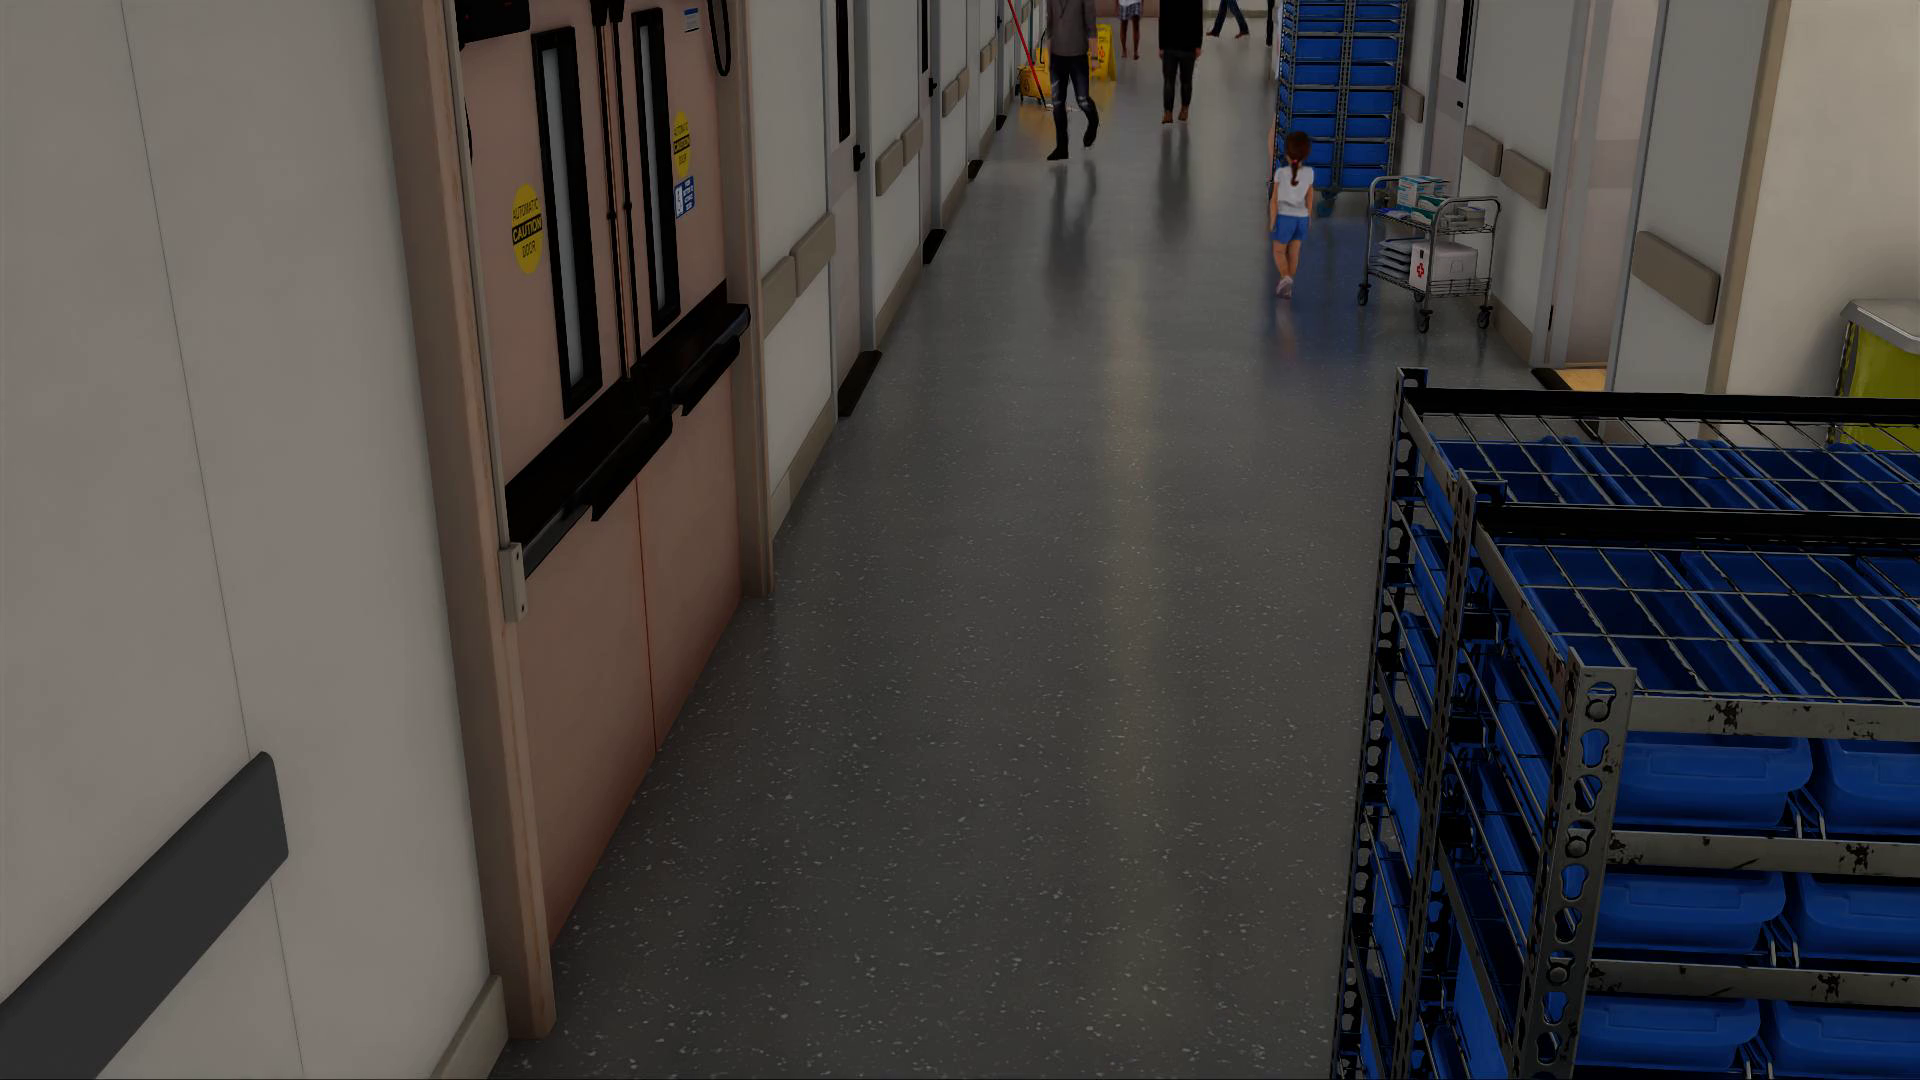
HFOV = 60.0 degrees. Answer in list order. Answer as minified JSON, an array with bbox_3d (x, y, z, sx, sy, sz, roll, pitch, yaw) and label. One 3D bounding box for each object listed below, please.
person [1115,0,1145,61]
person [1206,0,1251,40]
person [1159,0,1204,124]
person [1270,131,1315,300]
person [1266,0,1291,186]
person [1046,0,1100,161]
[{"bbox_3d":[2.659,-8.428,26.213,0.673,1.684,1.133,1,21,2],"label":"person"},{"bbox_3d":[5.005,-10.061,30.354,1.240,1.805,1.260,18,27,39],"label":"person"},{"bbox_3d":[2.449,-5.467,18.391,0.803,1.688,1.128,6,22,16],"label":"person"},{"bbox_3d":[2.011,-1.950,10.058,0.471,1.012,0.583,-2,21,-5],"label":"person"},{"bbox_3d":[2.838,-3.945,14.171,0.805,1.830,0.696,-10,23,-26],"label":"person"},{"bbox_3d":[1.083,-4.540,15.698,1.020,1.861,1.267,10,23,24],"label":"person"}]
